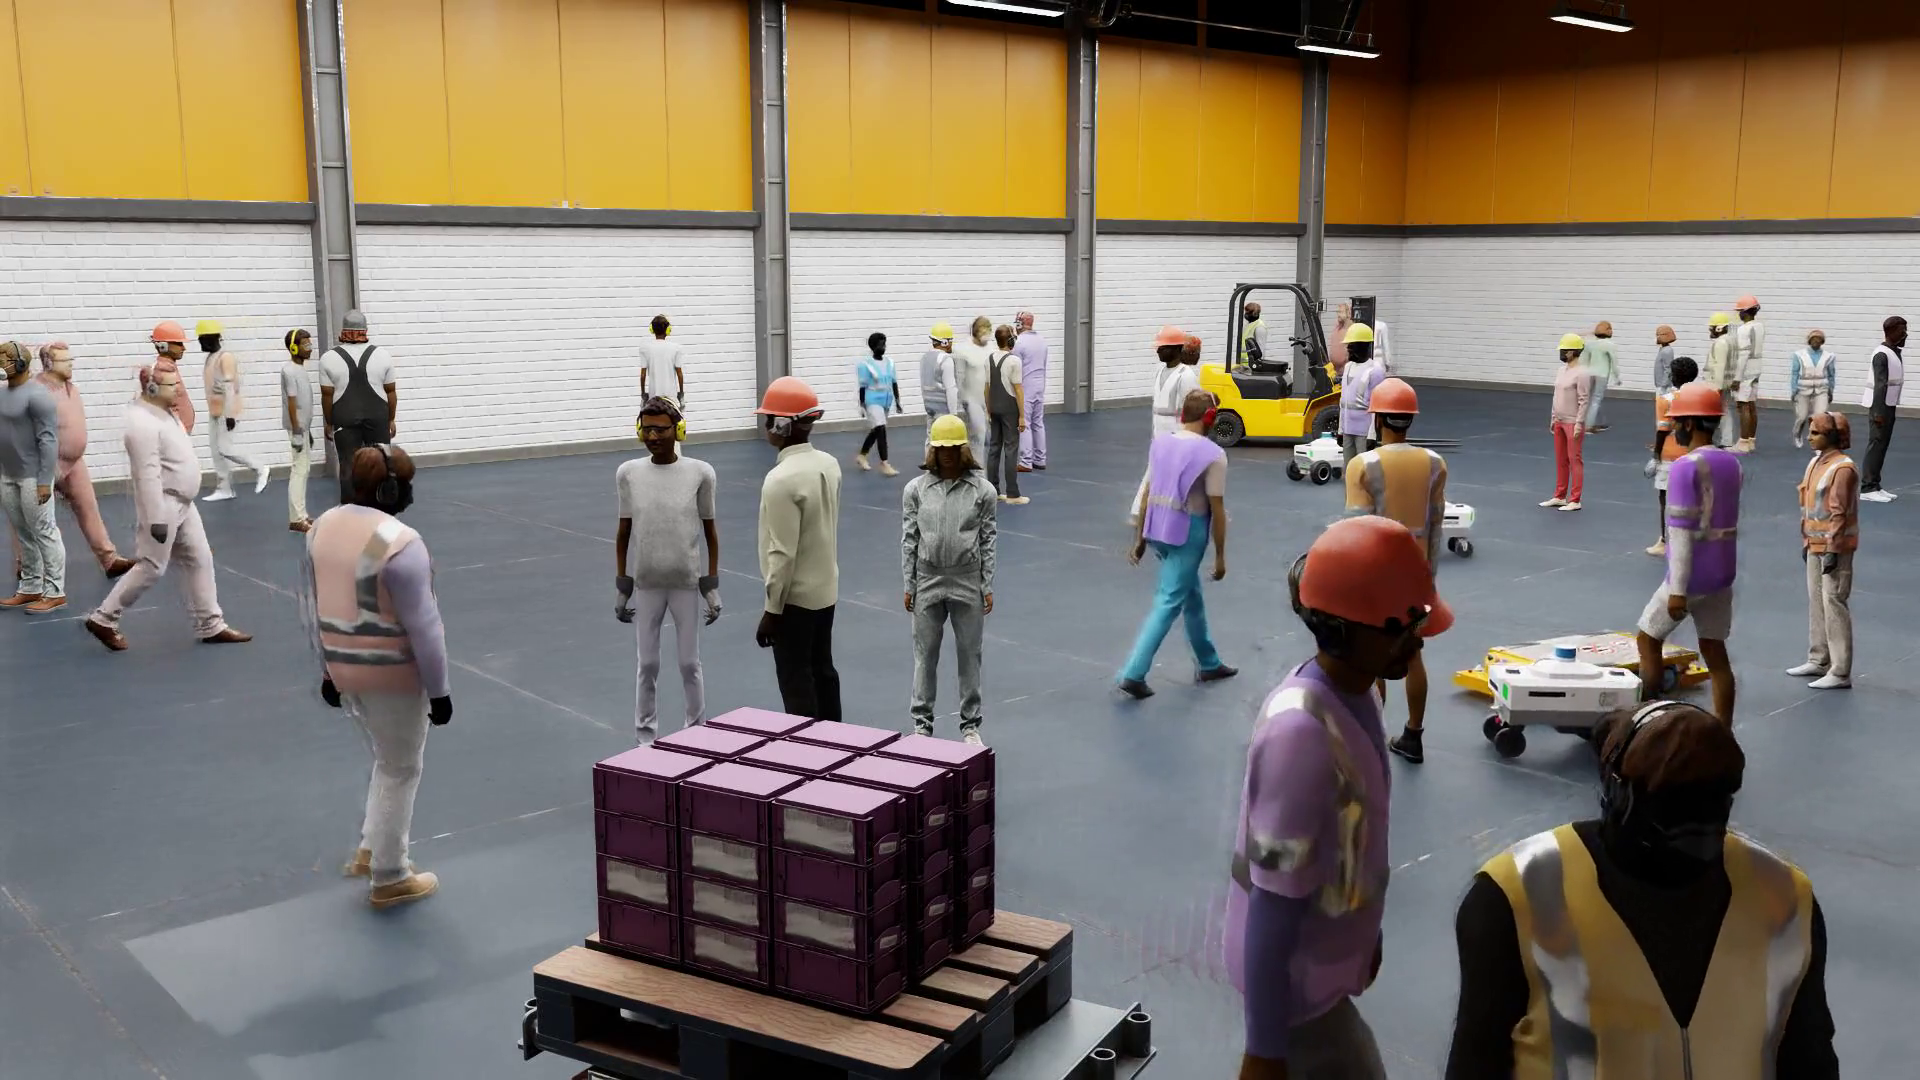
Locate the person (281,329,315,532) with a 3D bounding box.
[{"bbox_3d":[-6.073,-1.007,15.339,0.310,1.868,0.533,-2,10,-11],"label":"person"}]

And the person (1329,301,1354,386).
[{"bbox_3d":[5.376,-2.395,23.365,0.403,1.906,0.651,-4,11,-24],"label":"person"}]

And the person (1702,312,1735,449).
[{"bbox_3d":[9.716,-2.046,21.613,0.806,1.804,0.607,9,13,41],"label":"person"}]

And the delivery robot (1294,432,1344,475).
[{"bbox_3d":[4.106,-0.969,18.684,0.707,0.478,0.477,-5,11,-28],"label":"delivery robot"}]

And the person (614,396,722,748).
[{"bbox_3d":[-1.424,0.228,8.107,0.526,1.869,0.315,0,10,1],"label":"person"}]

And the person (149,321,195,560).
[{"bbox_3d":[-6.594,-0.832,13.953,0.380,1.988,0.626,-6,11,-30],"label":"person"}]

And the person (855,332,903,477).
[{"bbox_3d":[-0.990,-1.596,19.390,0.841,1.660,0.529,9,13,42],"label":"person"}]

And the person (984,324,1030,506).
[{"bbox_3d":[0.466,-1.270,16.949,0.504,1.847,0.345,9,13,43],"label":"person"}]

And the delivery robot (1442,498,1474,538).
[{"bbox_3d":[3.973,-0.186,14.097,0.707,0.478,0.477,0,10,3],"label":"delivery robot"}]

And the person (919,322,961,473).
[{"bbox_3d":[-0.189,-1.414,17.824,0.403,1.833,0.586,-6,12,-33],"label":"person"}]

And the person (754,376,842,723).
[{"bbox_3d":[-0.745,0.254,7.583,0.378,1.995,0.611,3,10,20],"label":"person"}]

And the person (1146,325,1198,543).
[{"bbox_3d":[1.823,-0.899,14.502,0.356,1.936,0.551,-5,11,-26],"label":"person"}]

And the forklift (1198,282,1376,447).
[{"bbox_3d":[4.328,-2.346,22.227,2.313,2.155,1.214,3,10,16],"label":"forklift"}]

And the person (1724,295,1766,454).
[{"bbox_3d":[10.082,-2.125,21.385,0.610,2.040,0.394,-9,13,-43],"label":"person"}]

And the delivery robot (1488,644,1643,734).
[{"bbox_3d":[3.071,0.774,8.474,0.707,0.478,0.477,1,10,5],"label":"delivery robot"}]

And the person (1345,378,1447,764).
[{"bbox_3d":[2.123,0.165,8.278,0.552,1.935,0.373,-3,10,-18],"label":"person"}]

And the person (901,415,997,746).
[{"bbox_3d":[-0.055,0.234,8.438,0.487,1.744,0.294,0,10,0],"label":"person"}]

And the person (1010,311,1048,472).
[{"bbox_3d":[0.782,-1.754,19.665,0.406,1.895,0.661,7,12,35],"label":"person"}]

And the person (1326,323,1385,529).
[{"bbox_3d":[3.635,-1.013,15.204,0.370,1.927,0.588,-4,10,-20],"label":"person"}]

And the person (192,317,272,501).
[{"bbox_3d":[-7.585,-1.354,17.254,0.597,1.906,0.598,9,13,43],"label":"person"}]

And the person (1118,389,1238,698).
[{"bbox_3d":[1.270,0.009,9.658,0.999,1.786,0.596,-6,11,-32],"label":"person"}]

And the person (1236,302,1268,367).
[{"bbox_3d":[4.370,-2.647,25.018,0.429,1.846,0.627,-2,10,-13],"label":"person"}]

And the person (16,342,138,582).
[{"bbox_3d":[-6.934,-0.587,12.883,0.968,1.864,0.674,1,10,4],"label":"person"}]

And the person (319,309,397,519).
[{"bbox_3d":[-5.649,-1.147,15.654,0.676,2.000,0.536,-4,10,-21],"label":"person"}]

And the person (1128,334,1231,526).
[{"bbox_3d":[2.011,-0.988,15.364,0.963,1.831,0.666,1,10,6],"label":"person"}]

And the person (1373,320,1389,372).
[{"bbox_3d":[6.208,-2.681,25.214,0.644,1.844,0.841,1,10,8],"label":"person"}]

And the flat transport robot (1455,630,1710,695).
[{"bbox_3d":[3.671,0.744,9.757,1.431,0.197,0.652,-5,11,-28],"label":"flat transport robot"}]

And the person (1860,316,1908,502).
[{"bbox_3d":[9.589,-1.362,17.273,0.377,1.917,0.600,8,12,39],"label":"person"}]

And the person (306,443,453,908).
[{"bbox_3d":[-2.219,0.527,6.497,0.651,1.818,0.492,7,12,36],"label":"person"}]

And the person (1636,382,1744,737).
[{"bbox_3d":[3.623,0.164,8.366,0.568,1.902,0.790,-7,12,-34],"label":"person"}]

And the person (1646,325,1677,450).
[{"bbox_3d":[9.179,-1.984,21.748,0.267,1.631,0.509,3,10,18],"label":"person"}]

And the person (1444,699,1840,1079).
[{"bbox_3d":[1.189,1.164,2.852,0.650,1.798,0.871,0,10,0],"label":"person"}]

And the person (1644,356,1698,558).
[{"bbox_3d":[6.044,-0.693,13.988,0.576,1.698,0.318,-4,10,-20],"label":"person"}]

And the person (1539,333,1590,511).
[{"bbox_3d":[6.063,-1.172,16.609,0.316,1.769,0.525,-2,10,-12],"label":"person"}]

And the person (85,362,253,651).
[{"bbox_3d":[-5.161,-0.211,10.685,0.929,1.871,0.653,-1,10,-9],"label":"person"}]

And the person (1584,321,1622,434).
[{"bbox_3d":[9.251,-2.324,23.841,0.768,1.605,0.505,-5,11,-25],"label":"person"}]

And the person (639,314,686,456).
[{"bbox_3d":[-3.395,-1.631,18.999,0.518,1.869,0.329,-1,10,-3],"label":"person"}]

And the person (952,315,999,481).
[{"bbox_3d":[0.153,-1.493,18.087,0.634,1.908,0.832,-6,12,-33],"label":"person"}]

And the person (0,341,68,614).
[{"bbox_3d":[-6.644,-0.443,11.833,0.628,1.940,0.373,6,11,31],"label":"person"}]

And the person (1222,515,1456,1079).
[{"bbox_3d":[0.821,0.927,3.600,0.727,2.003,0.777,4,10,20],"label":"person"}]

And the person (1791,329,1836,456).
[{"bbox_3d":[10.911,-1.899,21.303,0.530,1.611,0.552,4,10,20],"label":"person"}]

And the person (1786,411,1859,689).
[{"bbox_3d":[5.120,0.054,9.833,0.320,1.629,0.513,1,10,5],"label":"person"}]
